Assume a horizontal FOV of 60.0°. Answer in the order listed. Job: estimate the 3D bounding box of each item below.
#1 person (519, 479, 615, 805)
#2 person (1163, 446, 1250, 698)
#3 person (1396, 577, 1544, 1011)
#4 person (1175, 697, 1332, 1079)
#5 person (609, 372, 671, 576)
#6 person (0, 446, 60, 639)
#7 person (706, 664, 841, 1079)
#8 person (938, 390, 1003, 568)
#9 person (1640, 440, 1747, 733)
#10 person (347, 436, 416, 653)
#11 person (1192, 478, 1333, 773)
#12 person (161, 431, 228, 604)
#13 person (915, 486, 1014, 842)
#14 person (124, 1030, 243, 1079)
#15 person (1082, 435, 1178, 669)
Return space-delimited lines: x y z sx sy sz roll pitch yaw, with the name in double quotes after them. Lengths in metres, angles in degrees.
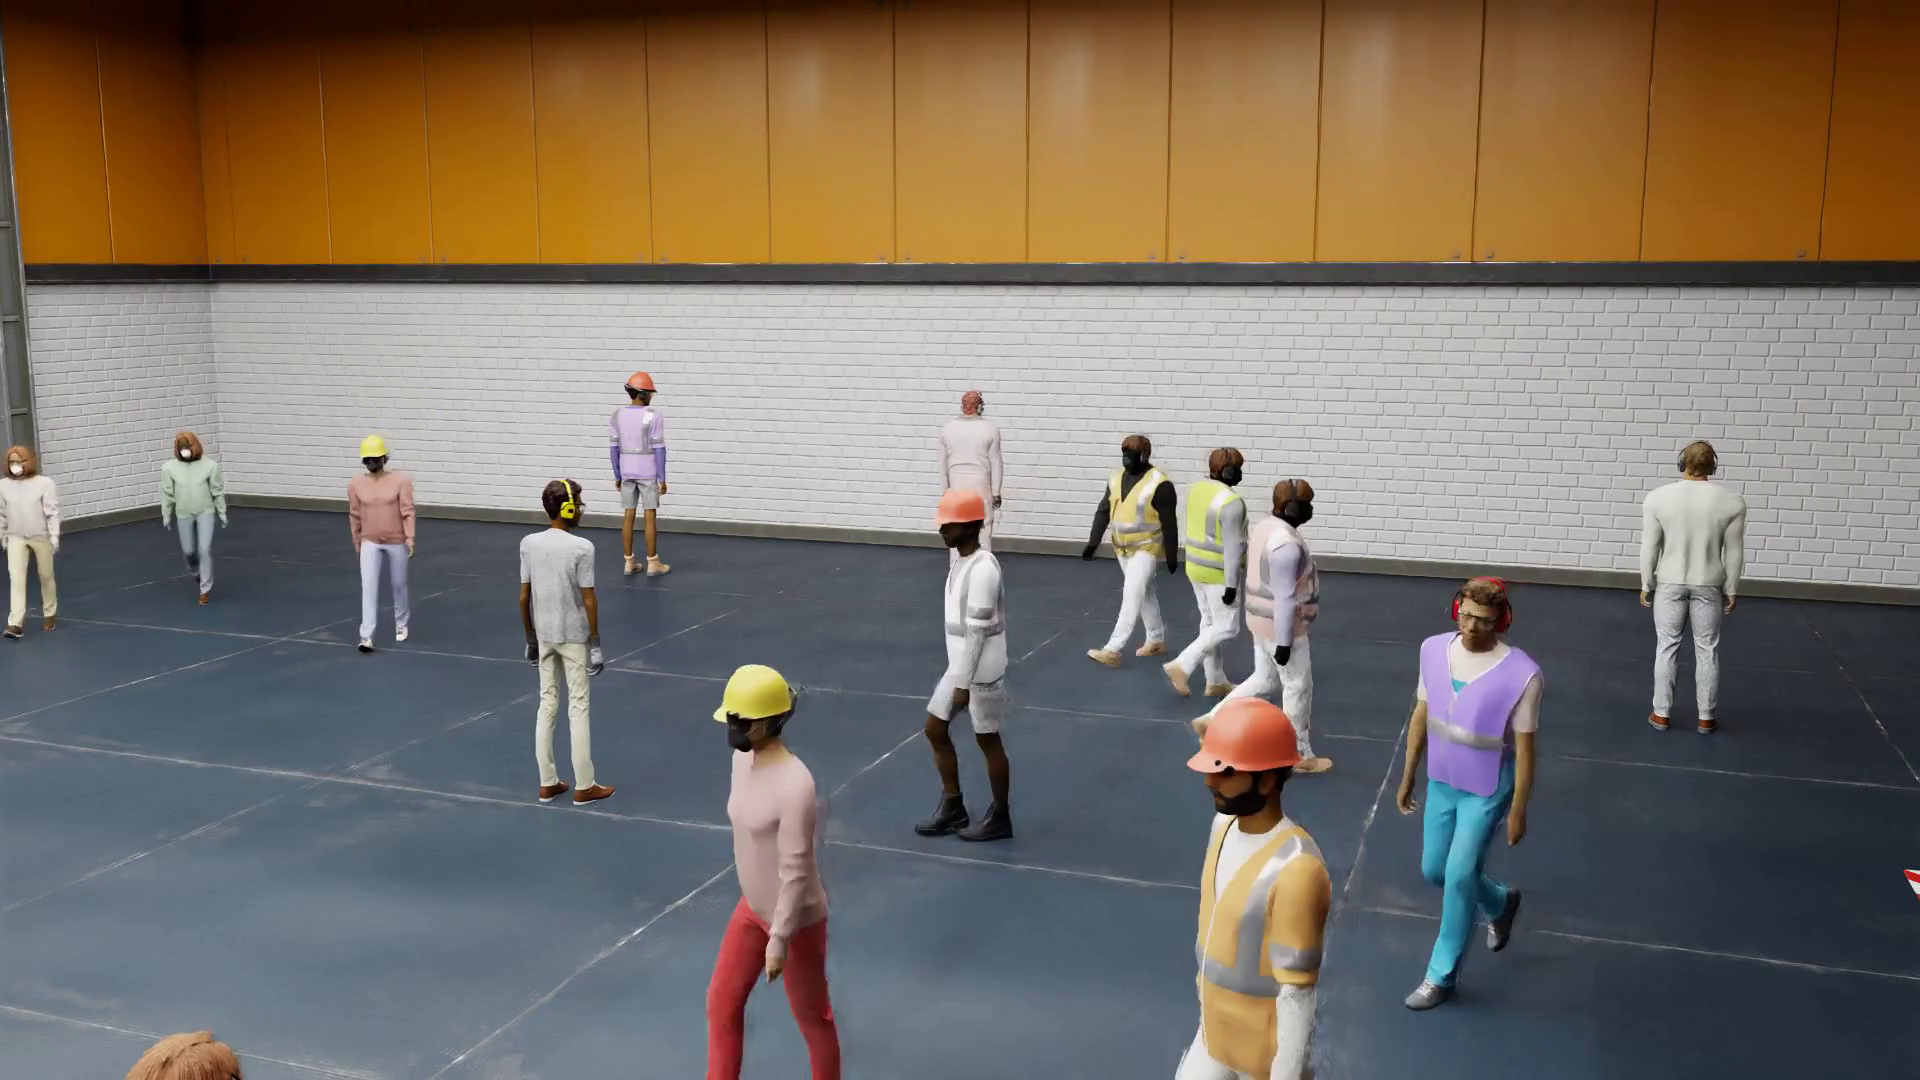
-2.266 0.585 9.509 0.513 1.860 0.329 4 10 21 "person"
1.736 0.250 11.708 0.630 1.827 0.639 -3 10 -20 "person"
2.167 1.023 6.927 0.718 1.816 0.587 -6 11 -33 "person"
0.879 1.354 4.612 0.932 1.907 0.553 -3 10 -17 "person"
-3.198 -0.659 16.669 0.609 2.036 0.402 4 10 21 "person"
-7.754 0.017 13.836 0.514 1.587 0.843 -2 9 -14 "person"
-0.722 1.272 5.586 0.782 1.731 0.560 -6 11 -33 "person"
0.120 -0.488 16.011 0.643 1.908 0.399 4 10 21 "person"
4.808 0.308 10.975 0.629 1.939 0.372 4 10 21 "person"
-4.652 0.027 13.399 0.534 1.722 0.874 -2 9 -11 "person"
1.855 0.522 10.027 0.771 1.818 0.637 -1 9 -6 "person"
-7.083 -0.238 15.405 0.546 1.599 0.675 -3 10 -17 "person"
0.000 0.674 8.764 0.657 1.913 0.546 -3 10 -19 "person"
-1.440 1.721 3.151 0.501 1.632 0.280 4 10 21 "person"
1.317 0.079 12.860 0.979 1.786 0.633 -6 11 -35 "person"
